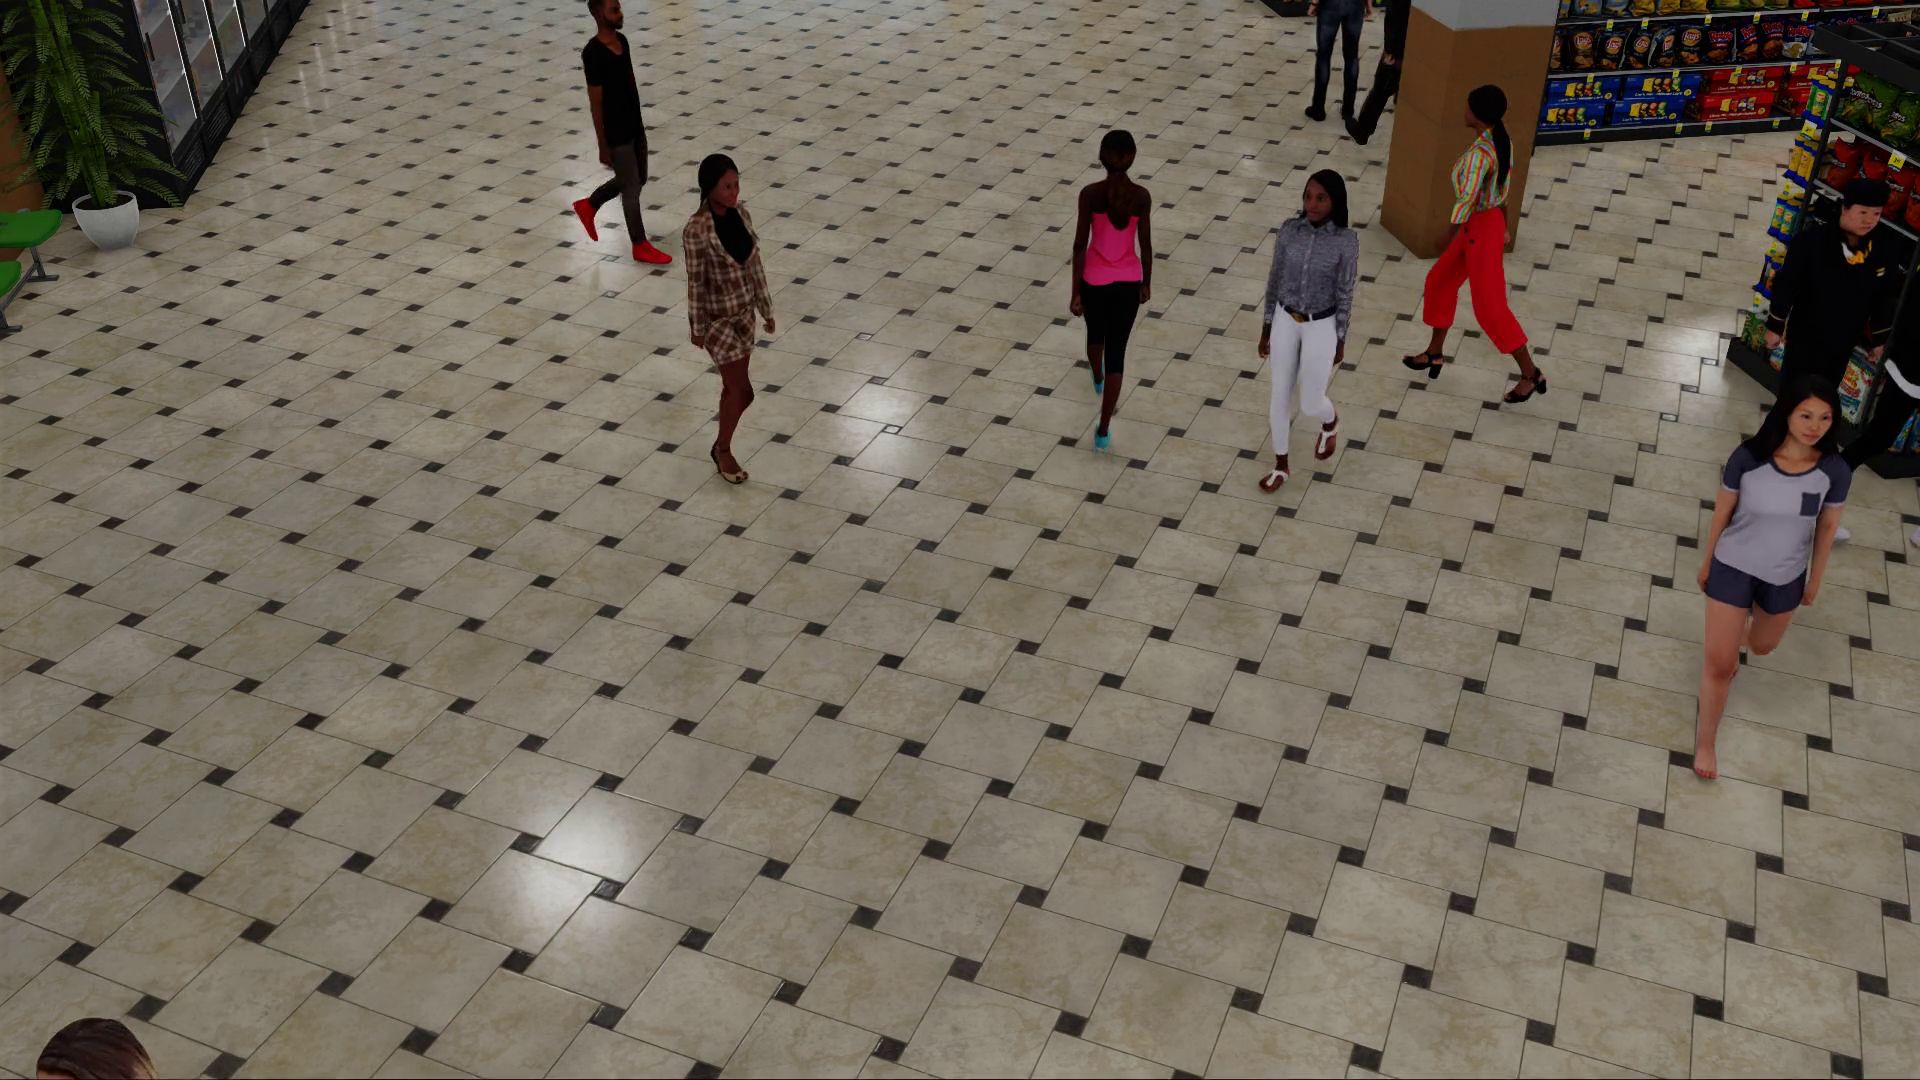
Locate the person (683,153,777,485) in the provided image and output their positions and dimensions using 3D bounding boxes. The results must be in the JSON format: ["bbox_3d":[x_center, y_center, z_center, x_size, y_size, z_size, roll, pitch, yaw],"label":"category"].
[{"bbox_3d":[-1.239,-1.107,8.437,0.781,1.779,0.722,20,37,29],"label":"person"}]

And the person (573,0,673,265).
[{"bbox_3d":[-2.325,-2.705,10.996,1.117,1.788,0.953,11,34,17],"label":"person"}]

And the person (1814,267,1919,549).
[{"bbox_3d":[4.473,-0.756,7.874,1.177,1.778,0.783,1,32,1],"label":"person"}]

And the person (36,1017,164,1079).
[{"bbox_3d":[-1.823,1.708,4.048,1.208,1.636,1.076,10,33,15],"label":"person"}]

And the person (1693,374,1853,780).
[{"bbox_3d":[3.181,0.081,6.618,1.072,1.683,0.966,9,33,14],"label":"person"}]

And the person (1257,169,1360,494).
[{"bbox_3d":[1.785,-1.064,8.431,0.847,1.712,0.913,22,38,31],"label":"person"}]

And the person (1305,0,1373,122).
[{"bbox_3d":[3.132,-4.396,13.604,0.551,1.904,0.777,-2,32,-3],"label":"person"}]

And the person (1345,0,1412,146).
[{"bbox_3d":[3.480,-3.708,12.600,1.109,1.798,0.940,-13,34,-19],"label":"person"}]

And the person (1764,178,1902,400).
[{"bbox_3d":[4.368,-1.057,8.466,0.696,1.664,0.836,3,32,5],"label":"person"}]

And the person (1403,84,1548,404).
[{"bbox_3d":[2.967,-1.585,9.244,1.138,1.737,1.023,13,34,20],"label":"person"}]

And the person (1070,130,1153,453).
[{"bbox_3d":[0.797,-1.276,8.818,1.129,1.664,0.862,3,32,6],"label":"person"}]
